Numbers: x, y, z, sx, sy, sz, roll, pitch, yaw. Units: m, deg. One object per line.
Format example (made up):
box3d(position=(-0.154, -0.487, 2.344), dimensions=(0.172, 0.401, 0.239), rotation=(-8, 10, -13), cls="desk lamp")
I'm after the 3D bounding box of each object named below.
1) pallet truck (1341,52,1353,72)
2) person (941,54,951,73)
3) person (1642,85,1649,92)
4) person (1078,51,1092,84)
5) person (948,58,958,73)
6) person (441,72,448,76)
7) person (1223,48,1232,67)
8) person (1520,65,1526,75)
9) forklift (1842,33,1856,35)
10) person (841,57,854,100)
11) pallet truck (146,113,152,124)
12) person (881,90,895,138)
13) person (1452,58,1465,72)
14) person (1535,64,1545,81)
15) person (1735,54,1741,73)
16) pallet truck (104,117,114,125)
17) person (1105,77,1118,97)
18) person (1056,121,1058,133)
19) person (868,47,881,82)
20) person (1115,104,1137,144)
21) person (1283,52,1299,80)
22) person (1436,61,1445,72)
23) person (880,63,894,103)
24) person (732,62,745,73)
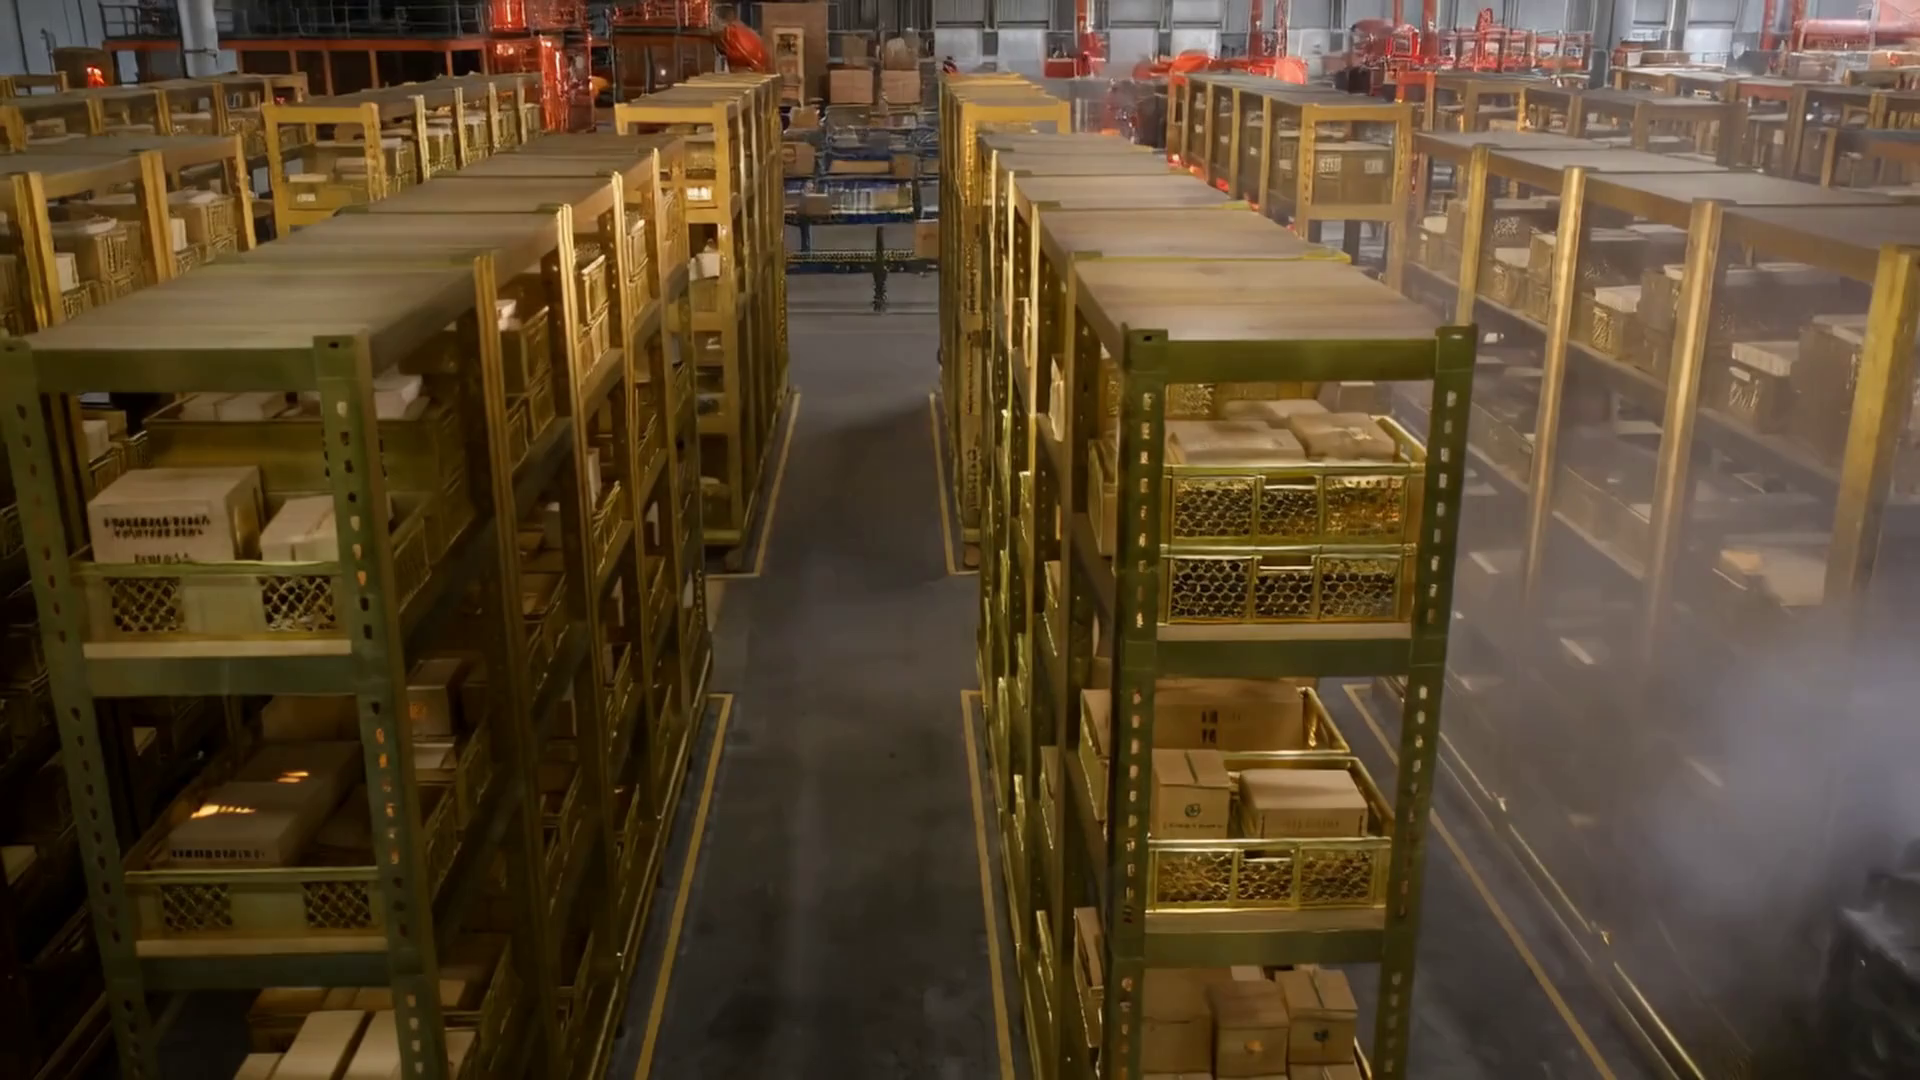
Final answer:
box3d(position=(18.794, -23.123, 82.231), dimensions=(0.823, 1.965, 1.885), rotation=(-13, 22, -35), cls="pallet truck")
box3d(position=(-0.640, -23.004, 82.032), dimensions=(0.625, 1.884, 0.869), rotation=(-1, 18, -2), cls="person")
box3d(position=(23.131, -14.612, 56.502), dimensions=(0.782, 1.602, 0.545), rotation=(1, 18, 2), cls="person")
box3d(position=(6.848, -25.933, 91.257), dimensions=(0.641, 1.798, 0.950), rotation=(16, 24, 41), cls="person")
box3d(position=(-0.304, -20.983, 75.815), dimensions=(0.579, 1.889, 0.921), rotation=(-13, 22, -34), cls="person")
box3d(position=(-19.134, -16.558, 62.214), dimensions=(0.872, 1.809, 0.531), rotation=(-1, 18, -4), cls="person")
box3d(position=(15.034, -26.685, 93.472), dimensions=(0.508, 1.865, 0.328), rotation=(6, 19, 18), cls="person")
box3d(position=(22.563, -18.054, 66.676), dimensions=(0.988, 1.923, 0.618), rotation=(2, 18, 6), cls="person")
box3d(position=(45.972, -24.928, 86.404), dimensions=(1.873, 2.768, 1.129), rotation=(1, 18, 4), cls="forklift")
box3d(position=(-5.216, -21.347, 76.901), dimensions=(0.620, 1.890, 0.729), rotation=(-3, 18, -8), cls="person")
box3d(position=(-18.087, -8.309, 36.390), dimensions=(1.885, 1.965, 0.823), rotation=(-1, 18, -4), cls="pallet truck")
box3d(position=(-2.228, -12.564, 49.872), dimensions=(0.611, 1.800, 0.638), rotation=(-2, 18, -6), cls="person")
box3d(position=(23.012, -21.348, 76.956), dimensions=(0.587, 1.867, 0.523), rotation=(-6, 19, -19), cls="person")
box3d(position=(24.108, -18.864, 69.281), dimensions=(0.528, 1.860, 0.333), rotation=(-9, 20, -25), cls="person")
box3d(position=(38.288, -22.929, 81.790), dimensions=(0.729, 1.901, 0.650), rotation=(-8, 20, -24), cls="person")
box3d(position=(-18.367, -7.885, 35.078), dimensions=(1.885, 1.965, 0.823), rotation=(1, 18, 2), cls="pallet truck")
box3d(position=(5.549, -16.054, 60.791), dimensions=(0.485, 1.725, 0.698), rotation=(6, 19, 19), cls="person")
box3d(position=(2.214, -8.866, 38.074), dimensions=(0.581, 2.048, 0.619), rotation=(-3, 18, -10), cls="person")
box3d(position=(-4.760, -26.659, 93.328), dimensions=(0.936, 1.895, 0.609), rotation=(-13, 22, -34), cls="person")
box3d(position=(4.089, -9.763, 41.003), dimensions=(0.547, 1.922, 0.687), rotation=(5, 18, 14), cls="person")
box3d(position=(16.231, -22.924, 81.547), dimensions=(0.682, 2.000, 0.978), rotation=(13, 22, 34), cls="person")
box3d(position=(20.377, -19.372, 70.749), dimensions=(0.589, 1.912, 0.557), rotation=(9, 20, 25), cls="person")
box3d(position=(-2.989, -18.559, 68.201), dimensions=(0.617, 1.937, 1.039), rotation=(-15, 23, -39), cls="person")
box3d(position=(-9.432, -19.381, 70.834), dimensions=(0.585, 1.882, 0.337), rotation=(0, 18, 0), cls="person")
